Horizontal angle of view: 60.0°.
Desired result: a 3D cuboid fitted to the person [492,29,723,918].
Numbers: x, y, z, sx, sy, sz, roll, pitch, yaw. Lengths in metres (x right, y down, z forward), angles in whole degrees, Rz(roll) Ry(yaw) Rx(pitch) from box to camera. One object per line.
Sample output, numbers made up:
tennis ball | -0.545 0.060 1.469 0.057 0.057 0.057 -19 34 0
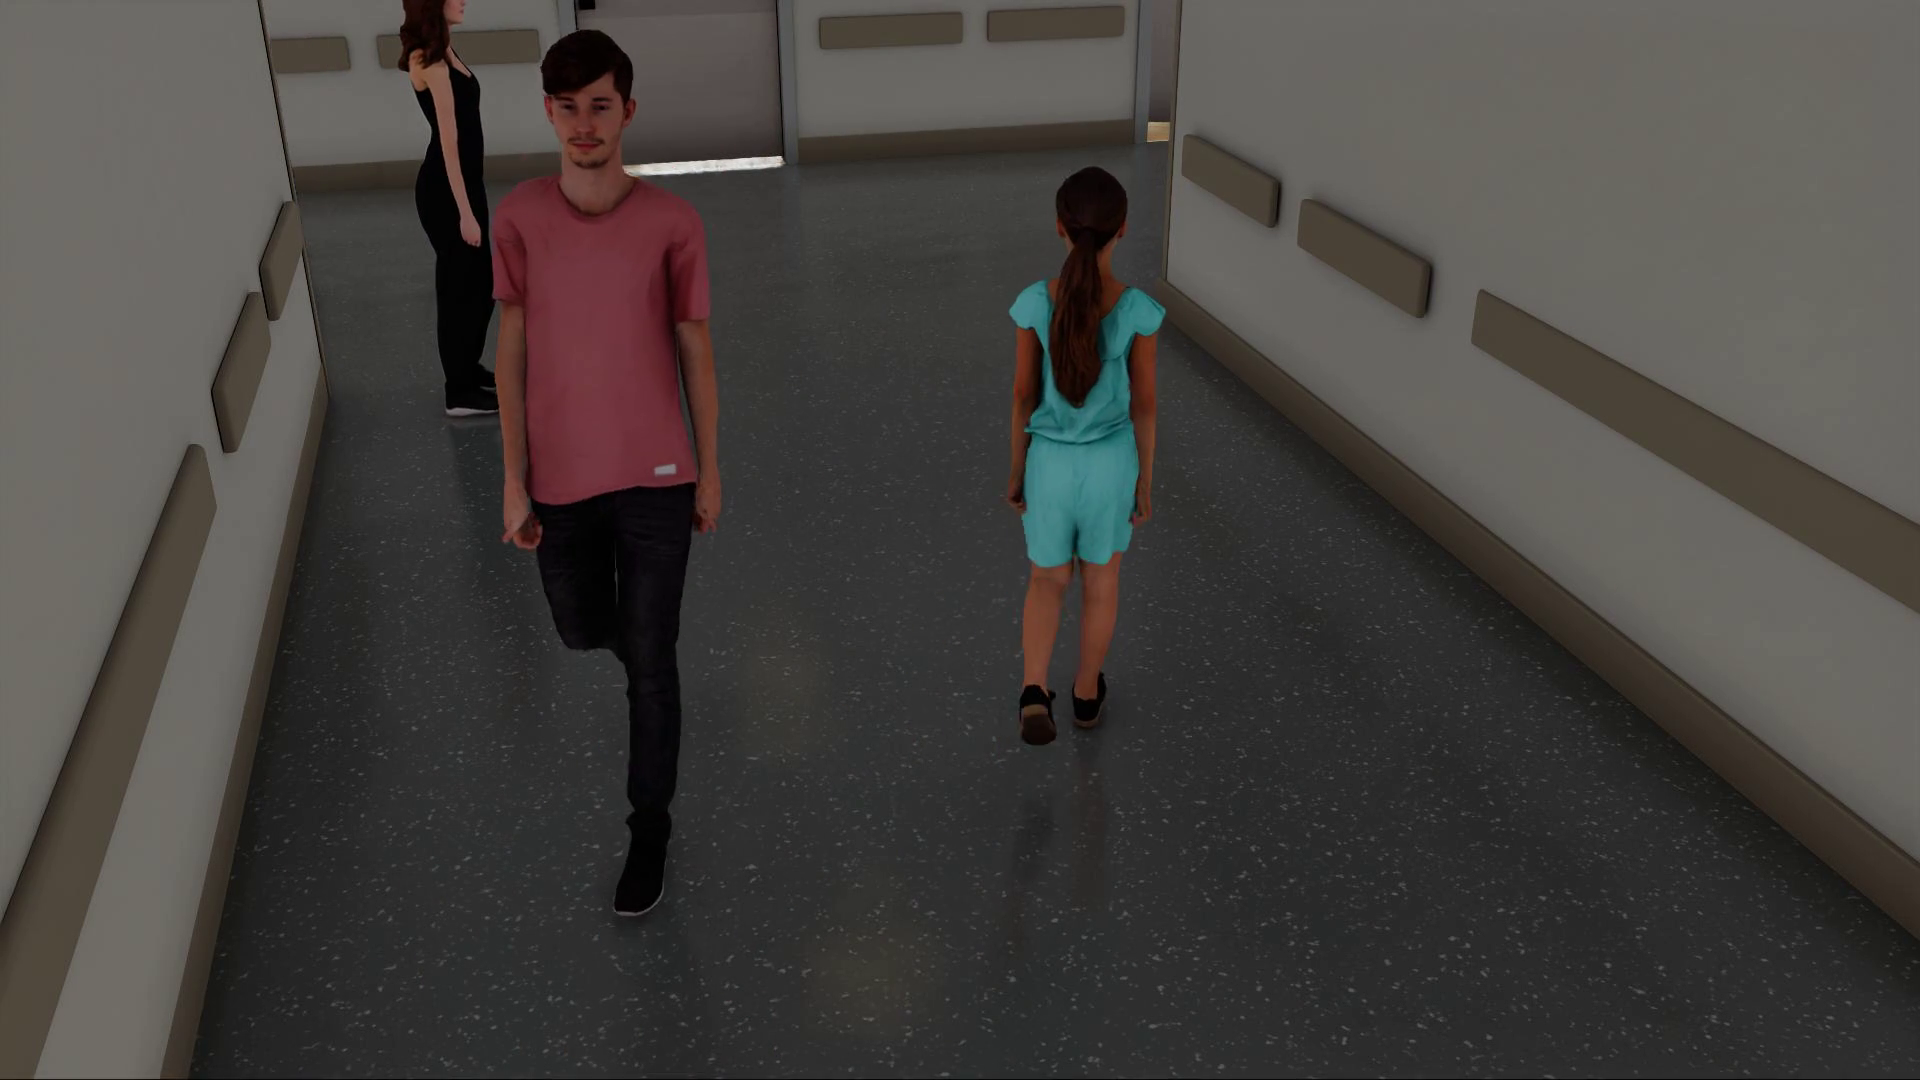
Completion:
person | -0.791 -0.170 3.838 1.159 1.937 0.941 1 26 2

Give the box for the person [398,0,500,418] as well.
person | -2.002 -1.360 6.530 0.528 1.741 0.597 -4 26 -8

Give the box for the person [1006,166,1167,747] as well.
person | 0.300 -0.146 4.239 0.880 1.545 0.838 6 26 12
